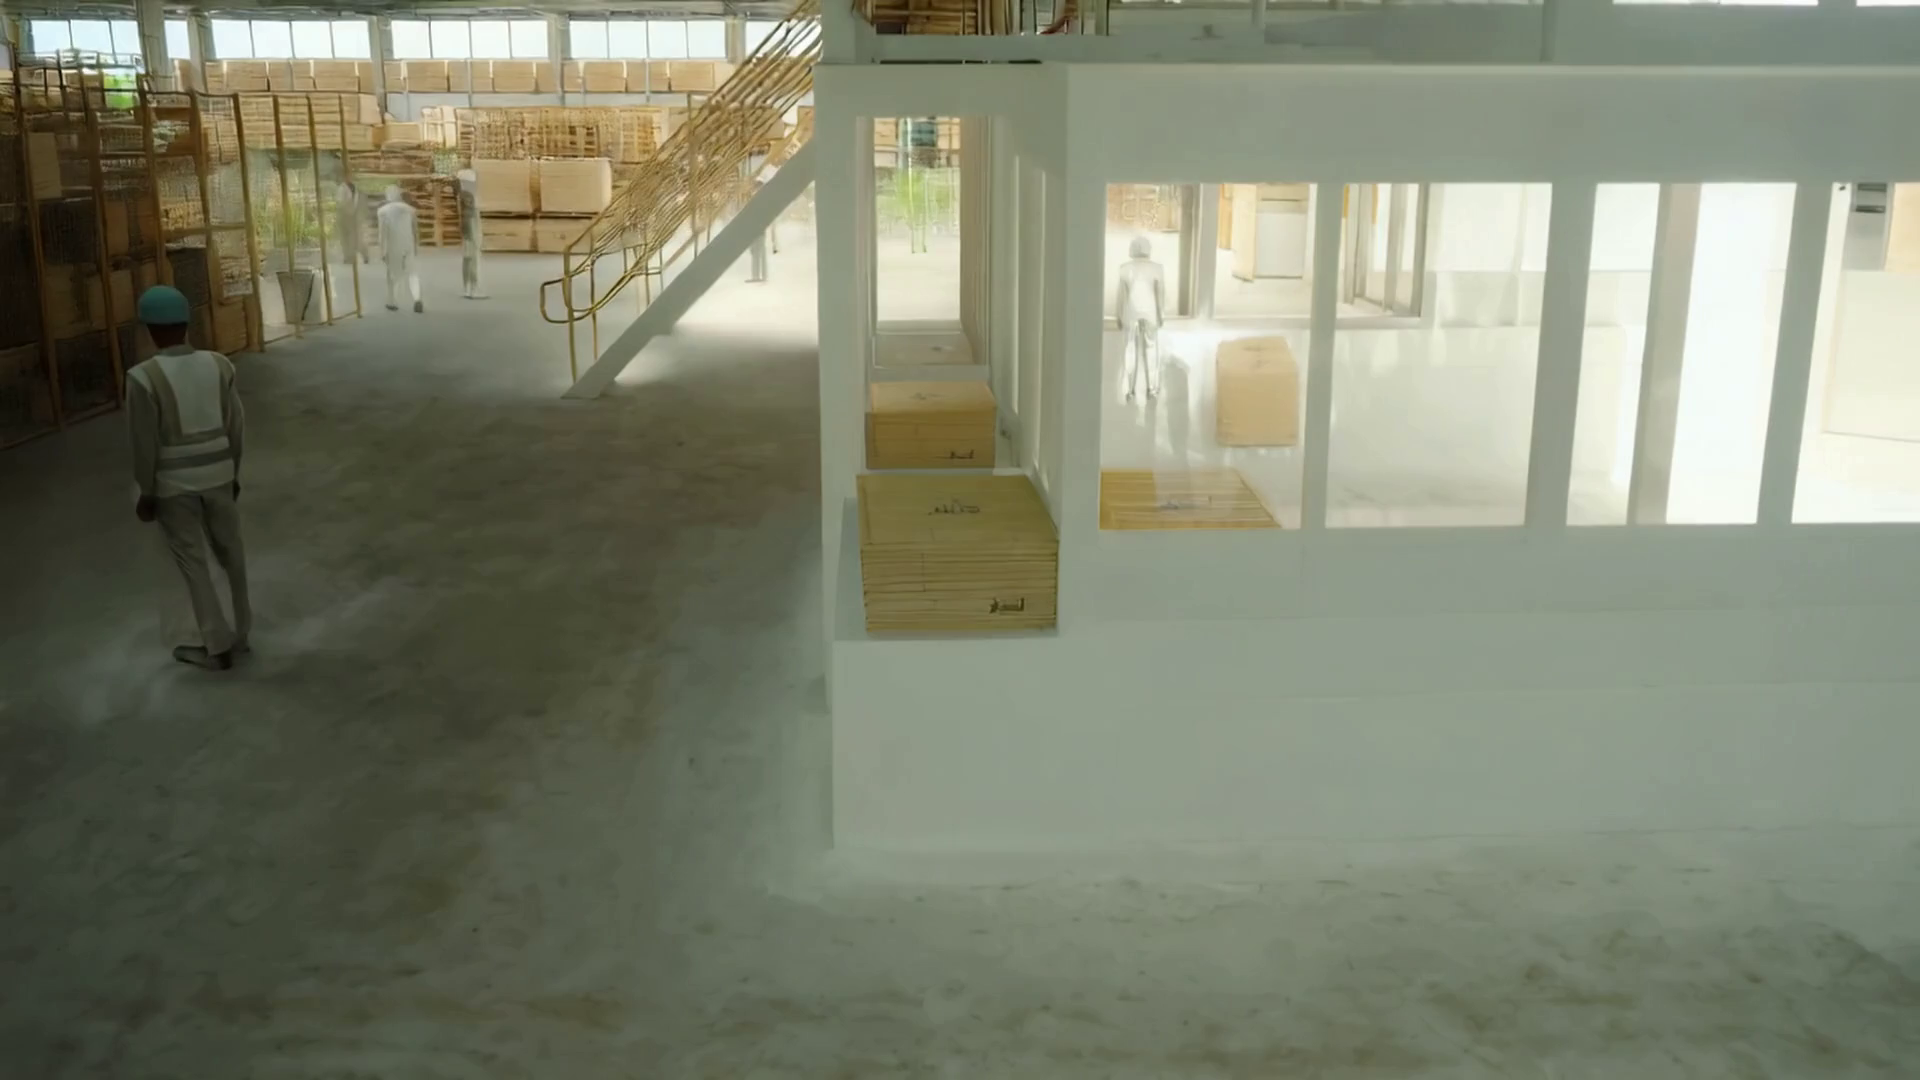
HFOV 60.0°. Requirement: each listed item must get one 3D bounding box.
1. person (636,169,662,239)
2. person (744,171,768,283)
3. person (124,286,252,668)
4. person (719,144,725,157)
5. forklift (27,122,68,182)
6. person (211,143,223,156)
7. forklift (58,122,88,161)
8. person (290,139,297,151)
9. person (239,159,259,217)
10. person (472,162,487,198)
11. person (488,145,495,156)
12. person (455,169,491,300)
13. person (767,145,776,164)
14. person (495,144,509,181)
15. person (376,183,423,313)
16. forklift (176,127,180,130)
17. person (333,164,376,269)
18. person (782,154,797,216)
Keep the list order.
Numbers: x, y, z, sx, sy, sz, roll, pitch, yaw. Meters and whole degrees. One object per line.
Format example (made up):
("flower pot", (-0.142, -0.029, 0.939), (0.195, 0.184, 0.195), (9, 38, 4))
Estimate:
("person", (-7.460, -8.052, 39.866), (0.895, 1.716, 0.520), (6, 15, 23))
("person", (-3.583, -5.472, 29.133), (0.362, 1.928, 0.593), (9, 17, 32))
("person", (-3.930, -0.317, 8.487), (0.380, 1.950, 0.602), (8, 16, 28))
("person", (-10.878, -17.391, 77.016), (0.807, 1.800, 0.626), (1, 14, 4))
("forklift", (-35.376, -14.773, 64.377), (1.129, 2.768, 1.873), (-1, 14, -2))
("person", (-34.466, -17.495, 77.262), (0.592, 1.901, 0.991), (-2, 14, -8))
("forklift", (-37.807, -16.445, 71.060), (1.129, 2.768, 1.873), (-1, 14, -2))
("person", (-36.668, -21.152, 91.784), (0.361, 1.939, 0.543), (10, 17, 35))
("person", (-17.099, -8.196, 40.002), (0.377, 1.936, 0.549), (5, 15, 20))
("person", (-11.668, -8.223, 40.334), (0.970, 1.835, 0.591), (1, 14, 3))
("person", (-21.273, -16.922, 75.149), (0.754, 1.814, 0.574), (-2, 14, -7))
("person", (-7.753, -4.839, 26.392), (0.390, 2.034, 0.605), (-10, 17, -35))
("person", (-8.568, -17.137, 75.761), (1.060, 1.945, 0.625), (3, 14, 11))
("person", (-21.012, -17.190, 76.131), (1.026, 1.845, 0.653), (0, 14, 0))
("person", (-8.231, -4.277, 24.436), (0.632, 1.894, 0.935), (-11, 18, -37))
("forklift", (-39.137, -19.741, 84.236), (1.129, 2.768, 1.873), (-1, 14, -2))
("person", (-11.682, -6.242, 31.984), (0.945, 2.000, 0.677), (3, 14, 12))
("person", (-5.177, -10.690, 50.142), (0.537, 1.853, 0.445), (12, 18, 39))
